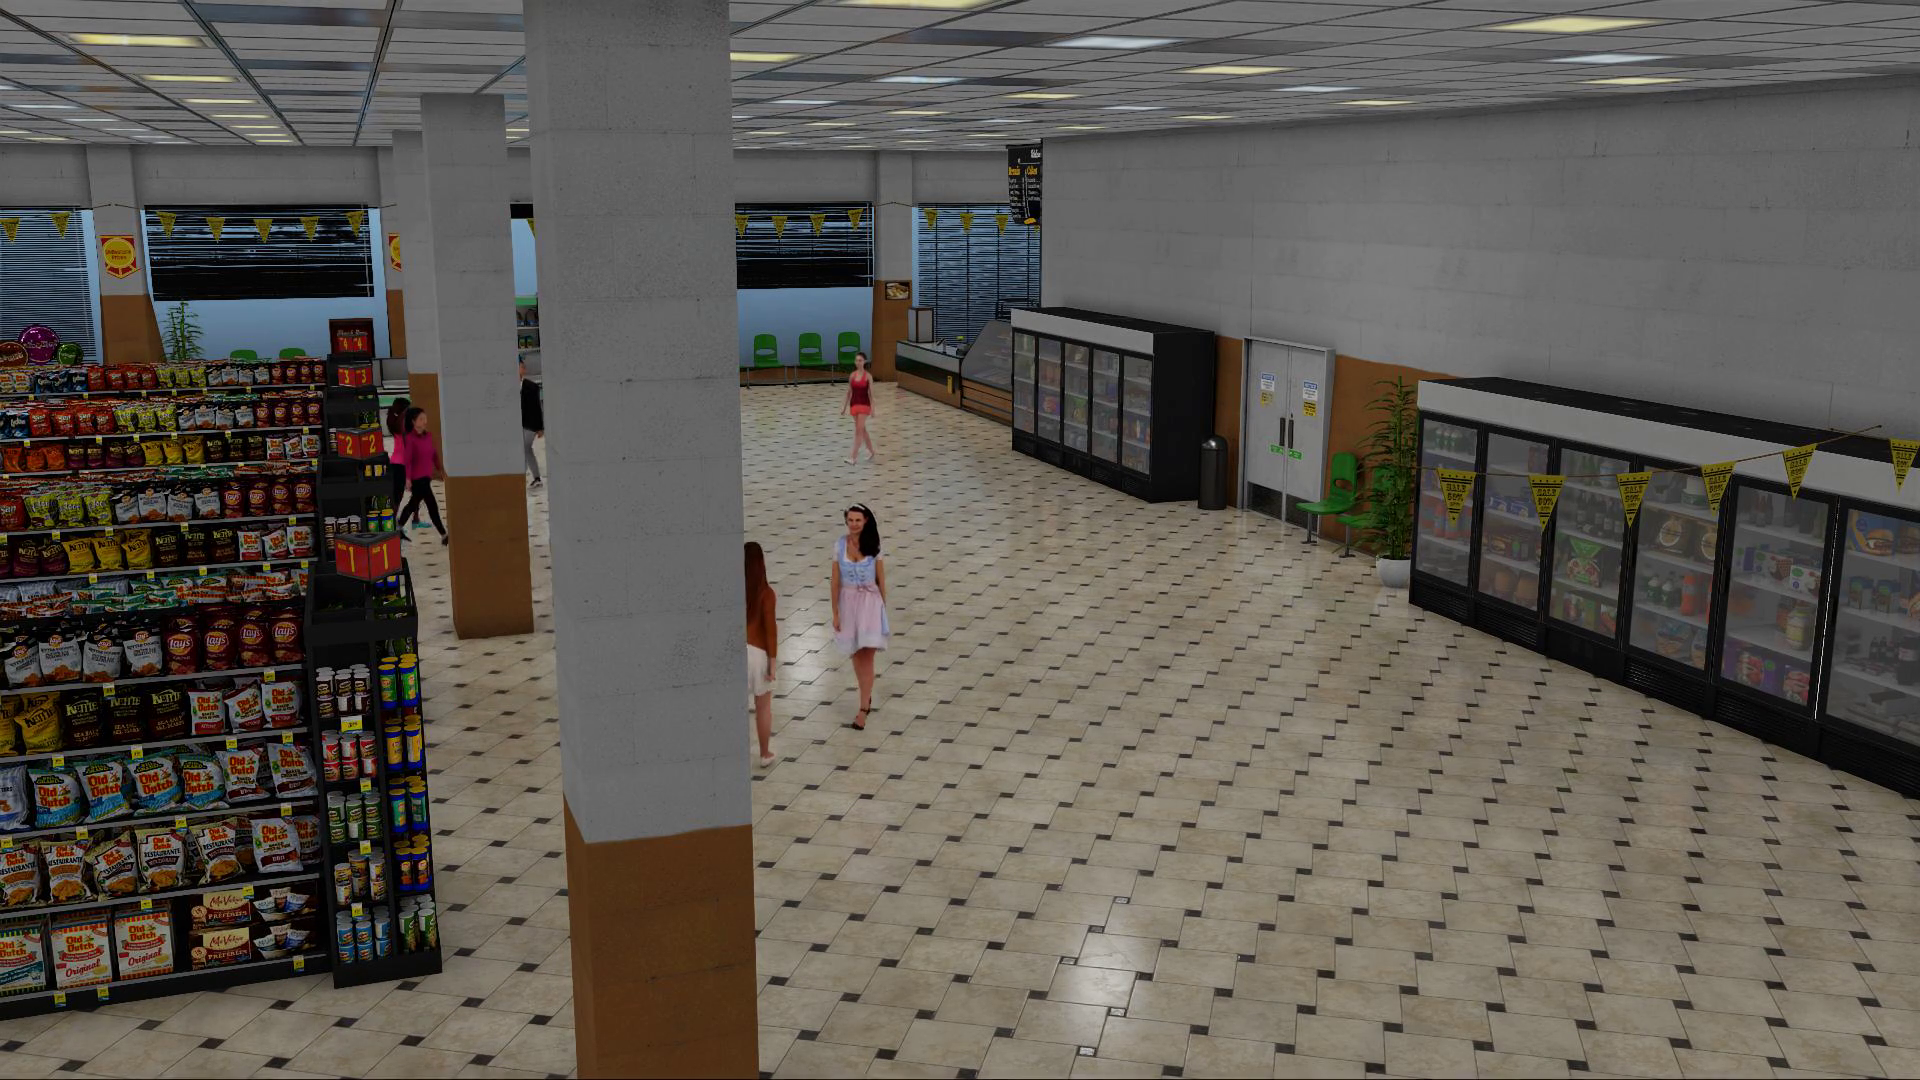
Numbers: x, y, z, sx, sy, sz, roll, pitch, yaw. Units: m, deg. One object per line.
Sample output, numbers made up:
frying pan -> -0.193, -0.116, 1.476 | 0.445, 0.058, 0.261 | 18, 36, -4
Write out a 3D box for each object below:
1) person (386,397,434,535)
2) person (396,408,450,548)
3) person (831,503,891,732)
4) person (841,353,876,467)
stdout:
person -> -6.902, -0.880, 20.266 | 0.782, 1.697, 0.585 | -4, 13, -20
person -> -6.416, -0.710, 19.570 | 1.235, 1.650, 1.118 | 3, 12, 16
person -> -0.788, 0.587, 13.116 | 1.173, 1.772, 1.025 | 1, 12, 4
person -> -1.484, -2.000, 25.589 | 1.075, 1.694, 1.203 | 7, 14, 30
